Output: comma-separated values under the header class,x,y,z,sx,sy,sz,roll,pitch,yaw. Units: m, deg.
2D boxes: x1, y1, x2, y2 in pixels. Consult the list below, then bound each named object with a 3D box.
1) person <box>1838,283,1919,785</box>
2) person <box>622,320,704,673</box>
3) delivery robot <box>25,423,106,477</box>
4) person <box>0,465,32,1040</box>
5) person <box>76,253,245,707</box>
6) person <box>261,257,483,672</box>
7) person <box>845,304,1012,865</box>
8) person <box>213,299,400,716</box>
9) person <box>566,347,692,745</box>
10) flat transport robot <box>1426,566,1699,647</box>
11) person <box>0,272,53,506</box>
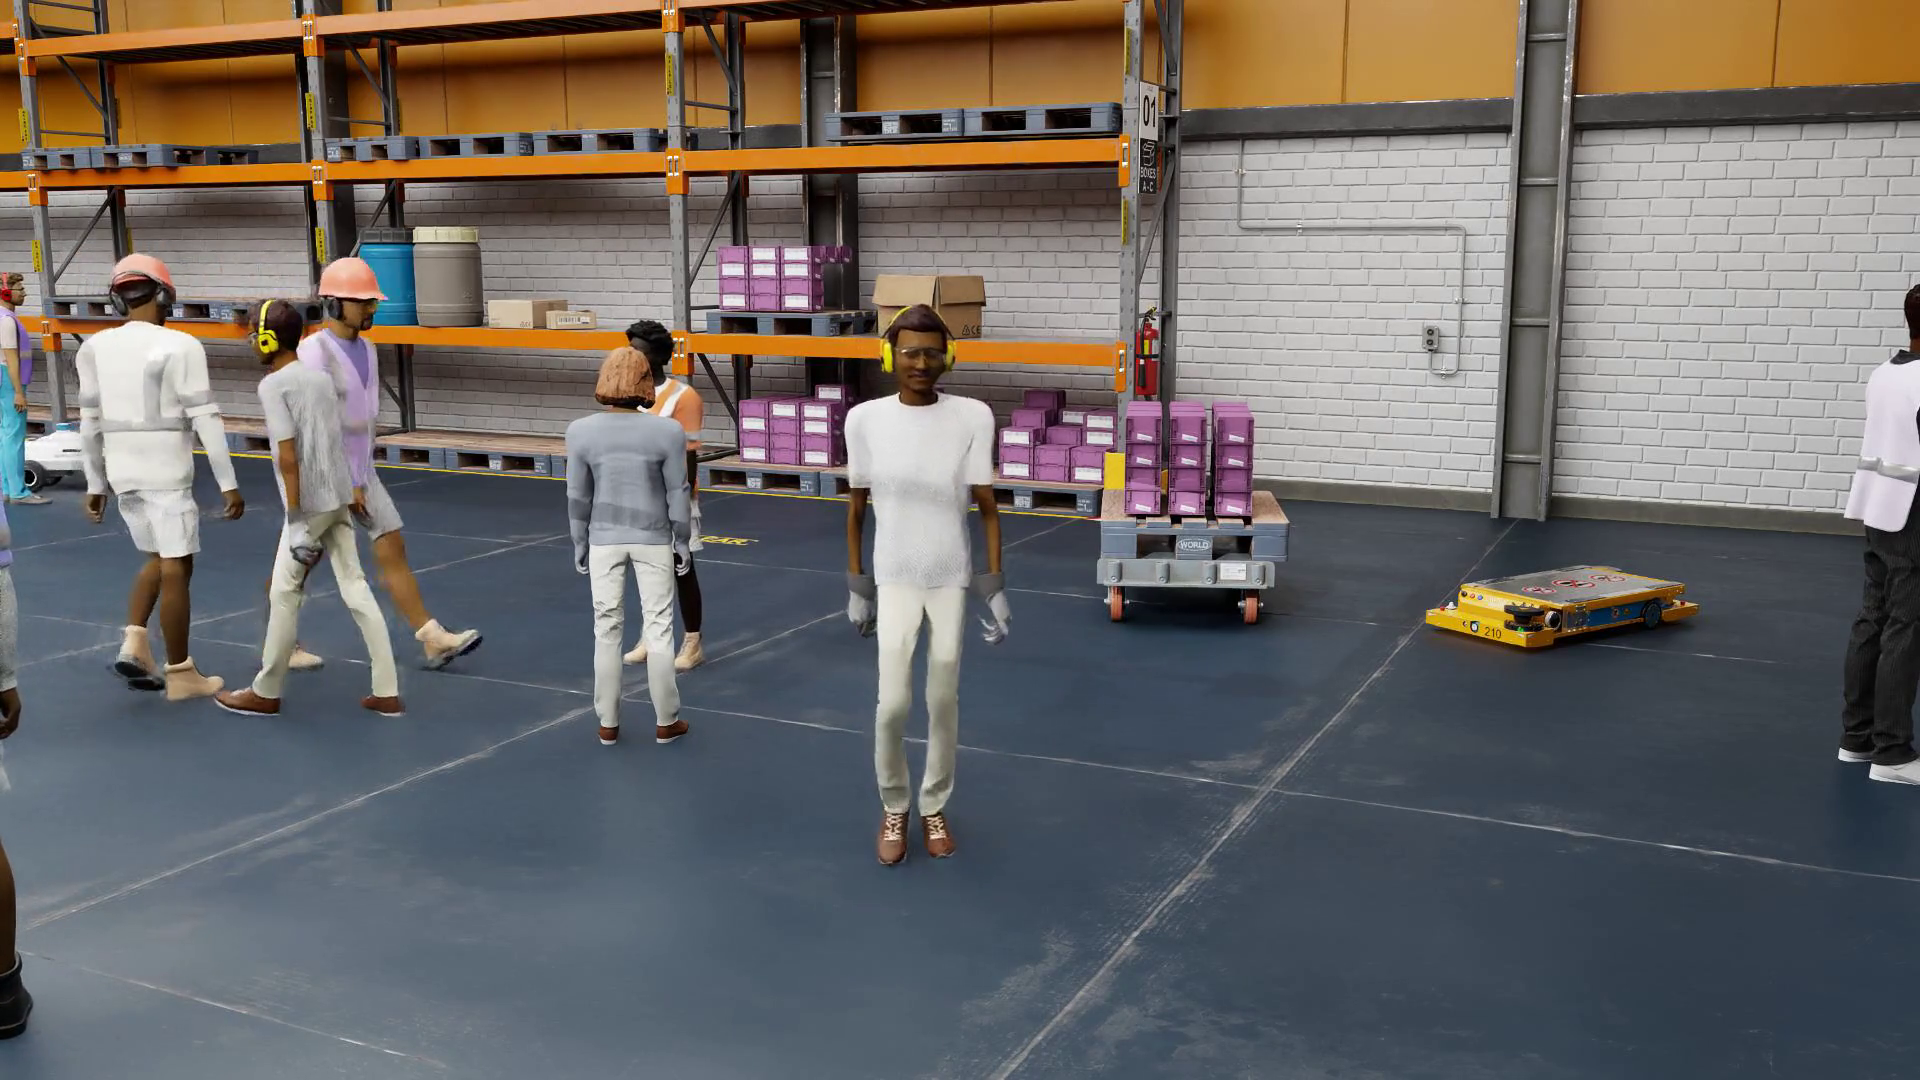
class,x,y,z,sx,sy,sz,roll,pitch,yaw
person,3.617,-0.033,6.353,0.392,1.920,0.591,1,10,5
person,-1.452,-0.210,8.014,0.539,1.692,0.318,6,12,32
delivery robot,-7.557,-0.743,14.048,0.707,0.478,0.477,-2,10,-10
person,-2.649,0.345,4.141,0.548,1.934,0.374,-8,13,-39
person,-3.558,-0.266,7.437,0.721,1.999,0.504,4,11,20
person,-2.869,-0.329,7.858,1.123,1.971,0.618,2,10,14
person,-0.103,0.162,5.457,0.530,1.850,0.523,-1,10,-7
person,-2.826,-0.119,7.184,0.825,1.810,0.562,3,10,14
person,-1.344,0.031,6.803,0.500,1.633,0.279,0,10,-2
flat transport robot,3.251,0.338,8.940,1.431,0.197,0.652,-6,12,-32
person,-7.539,-1.193,13.197,0.395,1.847,0.564,-7,12,-36
